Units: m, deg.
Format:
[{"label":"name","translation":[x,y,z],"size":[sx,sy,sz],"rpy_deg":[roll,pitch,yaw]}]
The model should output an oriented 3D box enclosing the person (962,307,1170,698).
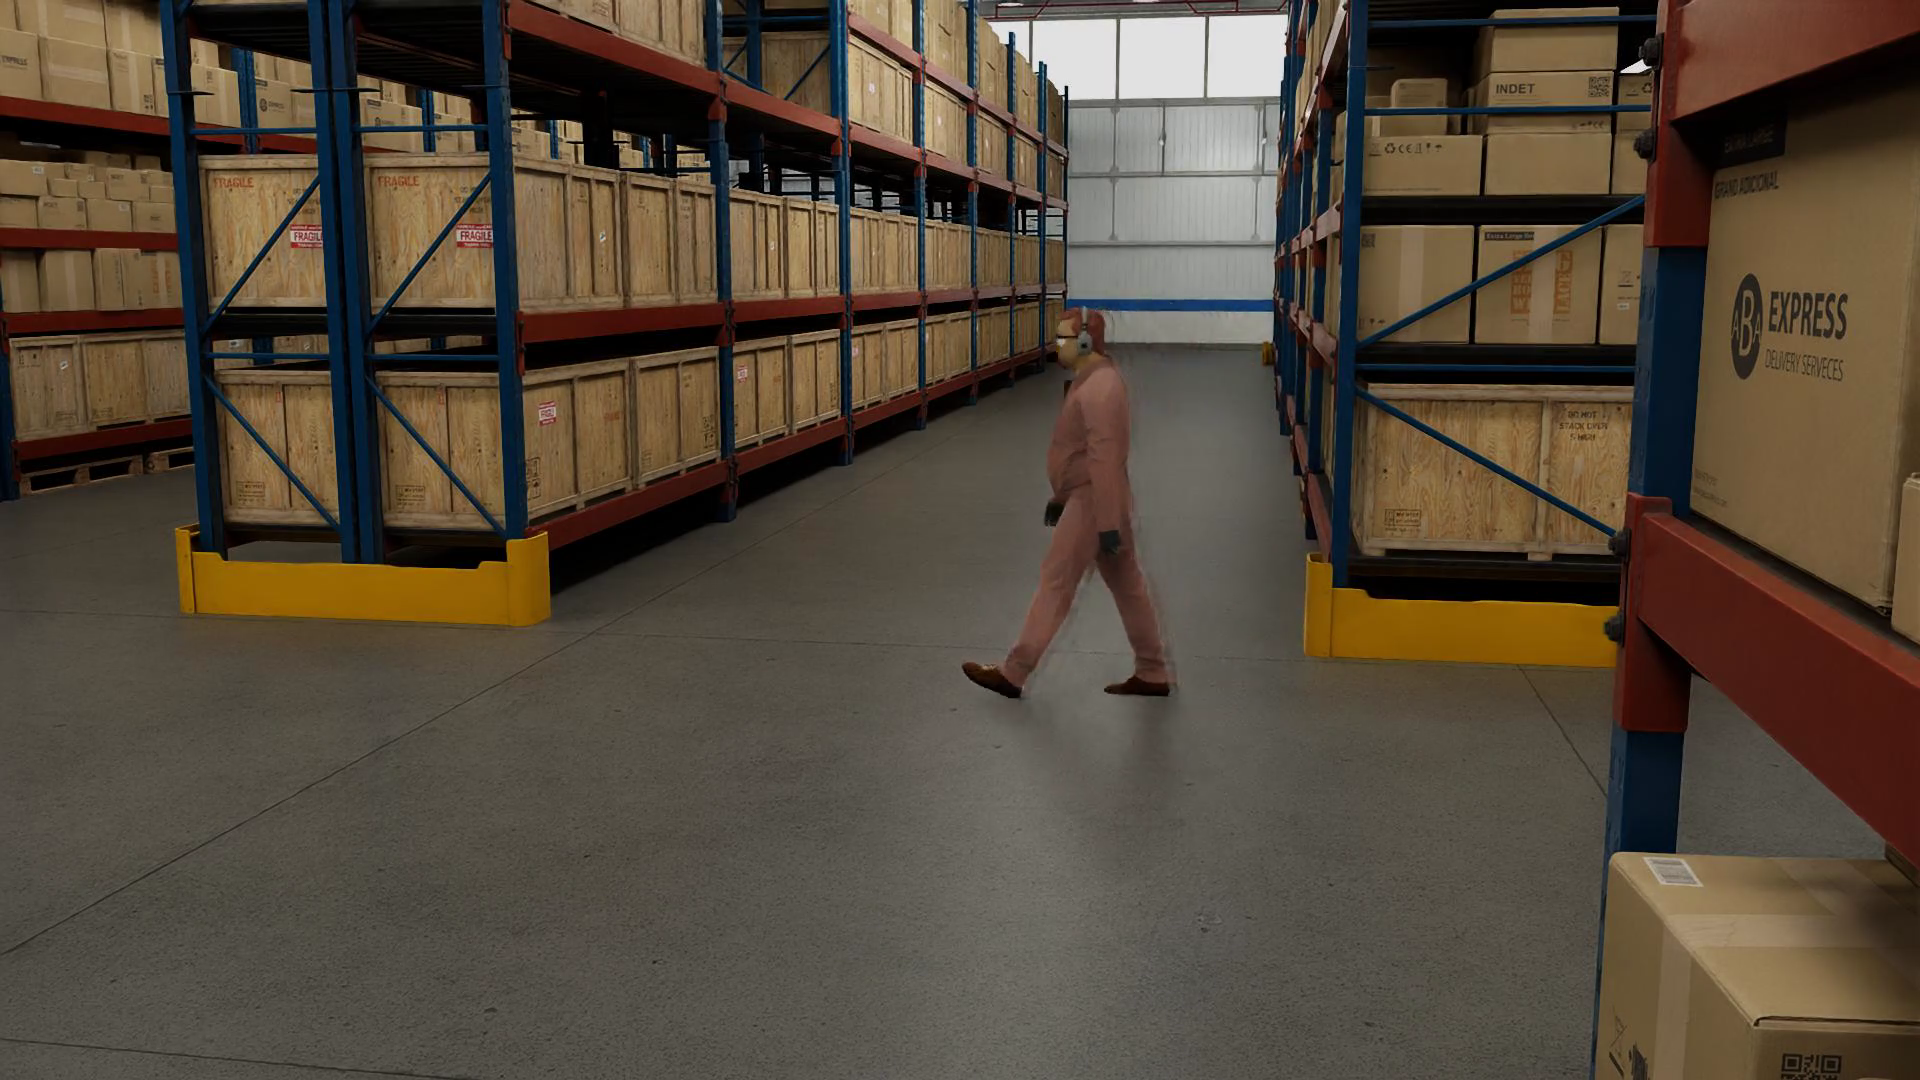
[{"label":"person","translation":[0.535,-0.159,7.855],"size":[1.018,1.852,0.656],"rpy_deg":[2,9,11]}]
